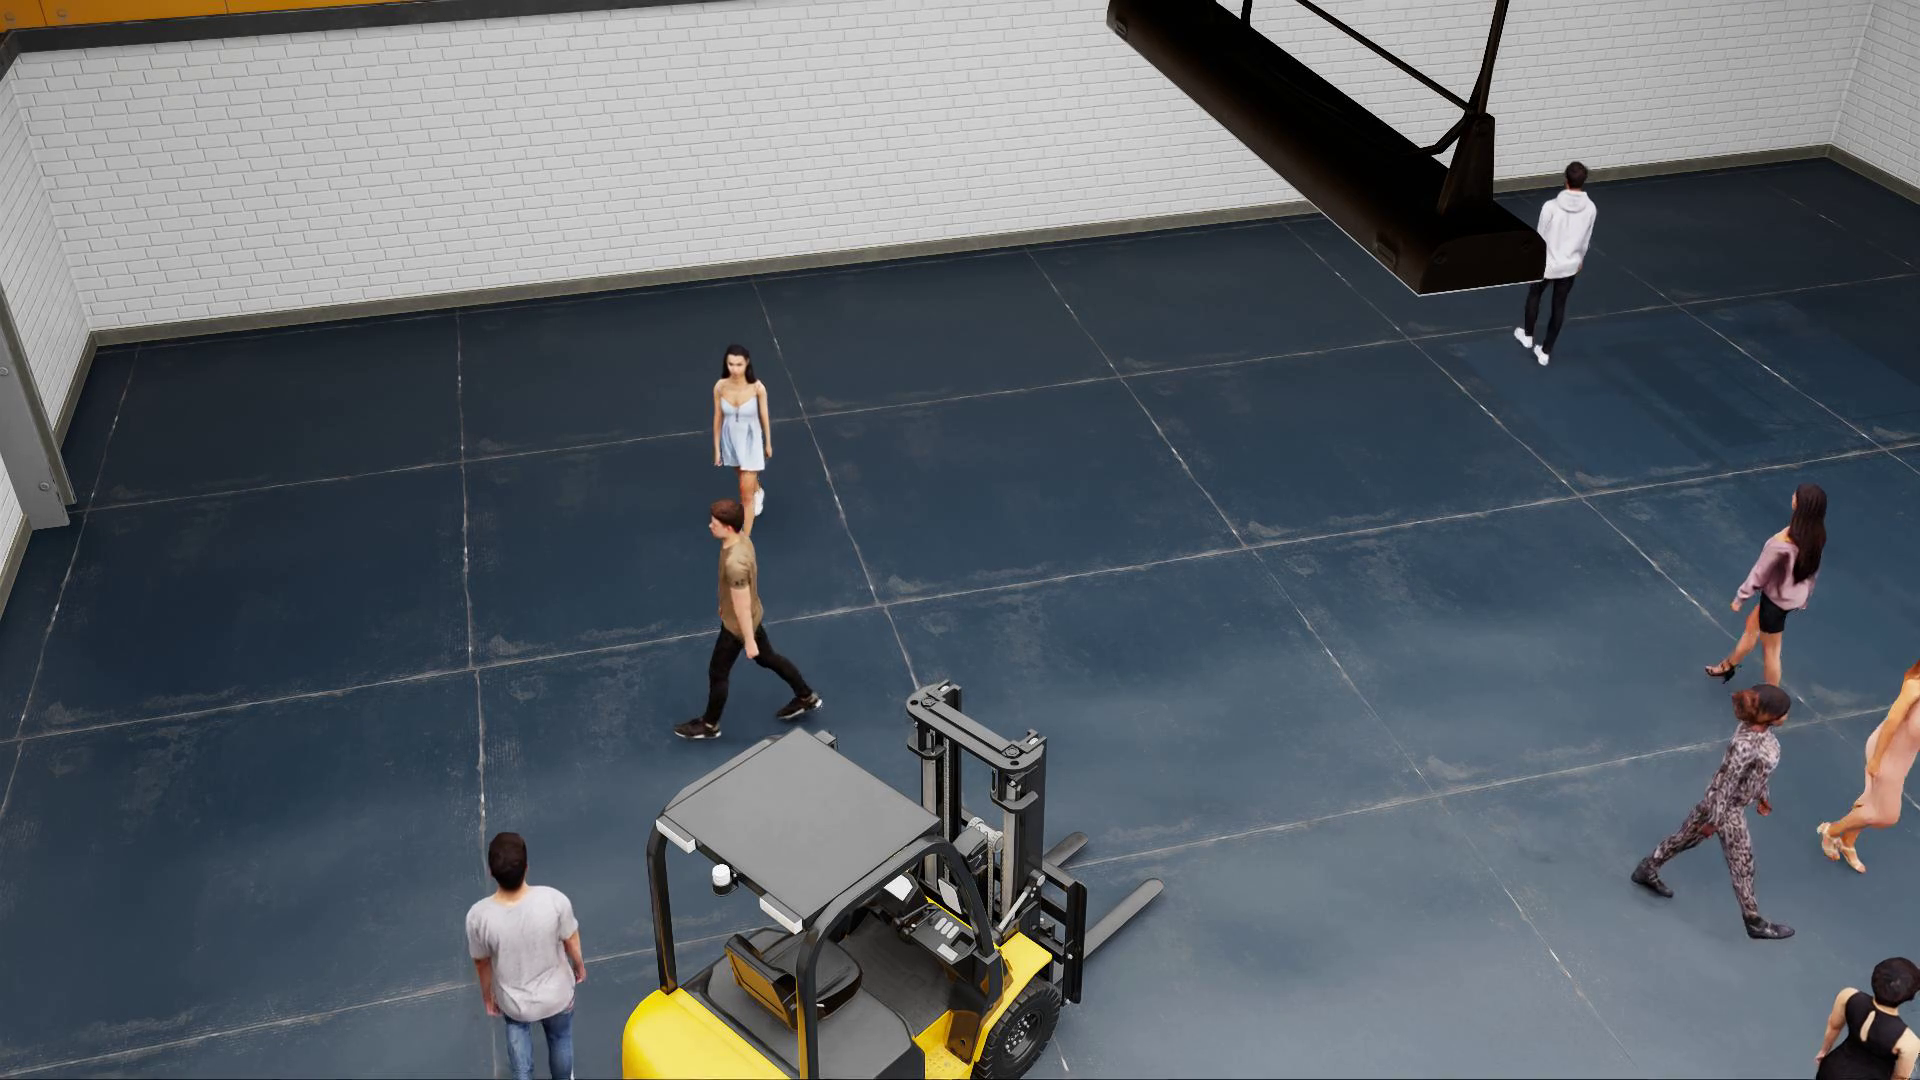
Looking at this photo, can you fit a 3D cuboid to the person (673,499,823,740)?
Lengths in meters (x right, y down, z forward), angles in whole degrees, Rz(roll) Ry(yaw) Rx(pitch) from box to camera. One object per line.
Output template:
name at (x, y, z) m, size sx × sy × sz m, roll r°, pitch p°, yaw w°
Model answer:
person at (-1.333, 0.530, 10.900) m, size 0.856 × 1.806 × 1.215 m, roll -4°, pitch 34°, yaw -6°

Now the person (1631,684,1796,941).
person at (4.323, 1.495, 9.573) m, size 1.166 × 1.668 × 1.069 m, roll 22°, pitch 39°, yaw 29°

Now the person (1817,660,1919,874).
person at (5.461, 1.208, 9.868) m, size 0.695 × 1.821 × 0.741 m, roll -21°, pitch 39°, yaw -28°

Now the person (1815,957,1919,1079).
person at (4.265, 2.616, 7.949) m, size 0.674 × 1.599 × 0.503 m, roll -15°, pitch 37°, yaw -22°

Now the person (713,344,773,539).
person at (-1.678, -0.776, 12.972) m, size 0.873 × 1.688 × 1.239 m, roll 3°, pitch 34°, yaw 4°

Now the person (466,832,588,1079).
person at (-2.111, 2.255, 8.241) m, size 0.694 × 1.877 × 0.700 m, roll -6°, pitch 34°, yaw -10°

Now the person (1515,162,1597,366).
person at (5.558, -2.513, 15.386) m, size 0.855 × 1.908 × 0.960 m, roll 2°, pitch 34°, yaw 3°

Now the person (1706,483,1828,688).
person at (5.489, 0.477, 10.998) m, size 0.773 × 1.786 × 0.935 m, roll -16°, pitch 37°, yaw -23°
